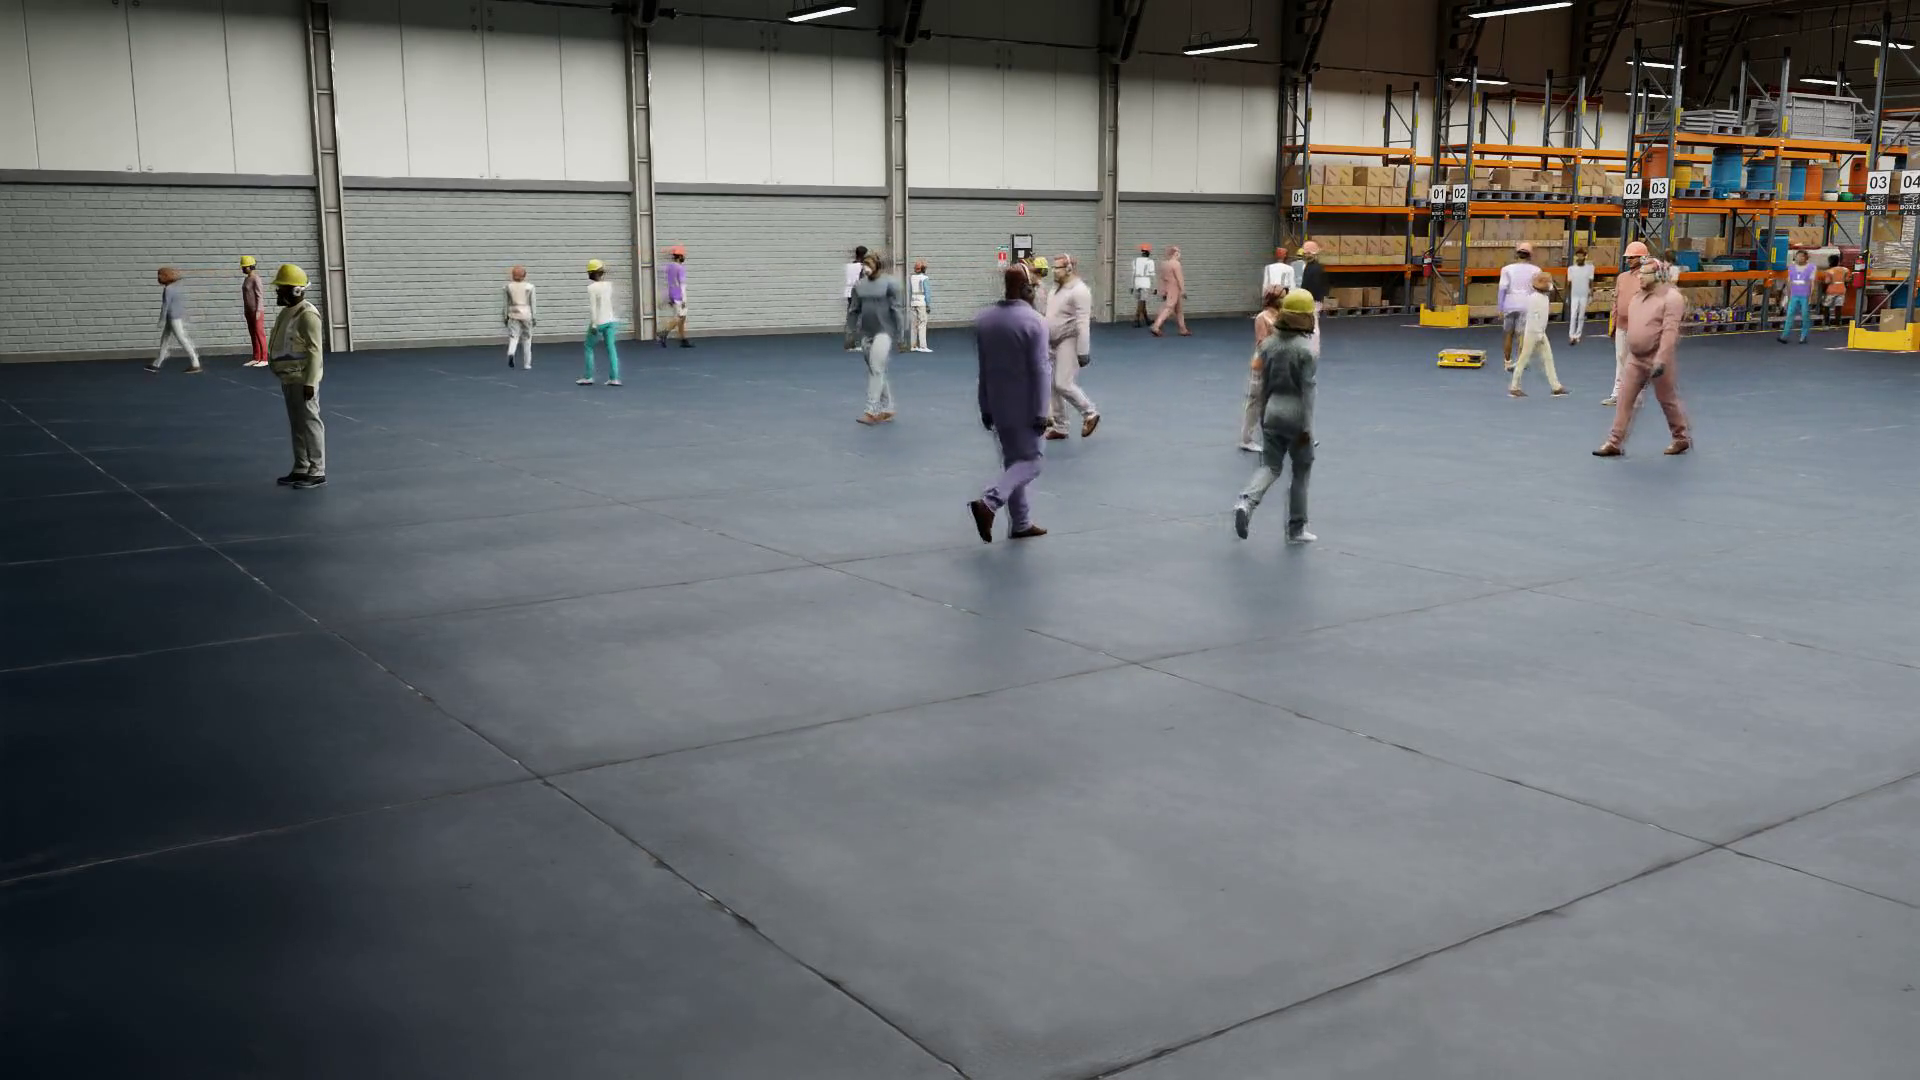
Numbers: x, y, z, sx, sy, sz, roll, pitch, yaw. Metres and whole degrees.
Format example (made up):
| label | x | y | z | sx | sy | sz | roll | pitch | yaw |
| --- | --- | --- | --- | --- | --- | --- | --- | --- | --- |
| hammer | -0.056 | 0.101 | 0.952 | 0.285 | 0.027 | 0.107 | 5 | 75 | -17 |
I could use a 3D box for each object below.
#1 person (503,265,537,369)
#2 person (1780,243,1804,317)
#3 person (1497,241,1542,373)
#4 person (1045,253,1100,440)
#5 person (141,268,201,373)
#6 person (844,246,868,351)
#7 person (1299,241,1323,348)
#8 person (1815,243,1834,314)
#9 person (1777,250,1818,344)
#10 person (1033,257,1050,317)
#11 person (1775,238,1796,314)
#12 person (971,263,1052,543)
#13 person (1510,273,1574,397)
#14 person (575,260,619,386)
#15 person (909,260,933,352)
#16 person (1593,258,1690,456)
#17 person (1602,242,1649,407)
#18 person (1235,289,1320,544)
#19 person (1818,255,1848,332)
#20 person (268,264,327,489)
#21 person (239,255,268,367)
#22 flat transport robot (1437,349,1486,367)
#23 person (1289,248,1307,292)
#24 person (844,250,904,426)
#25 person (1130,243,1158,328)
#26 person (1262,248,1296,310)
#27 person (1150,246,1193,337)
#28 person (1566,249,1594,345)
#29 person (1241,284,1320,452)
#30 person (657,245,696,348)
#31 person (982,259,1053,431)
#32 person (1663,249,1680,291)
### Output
| label | x | y | z | sx | sy | sz | roll | pitch | yaw |
| --- | --- | --- | --- | --- | --- | --- | --- | --- | --- |
| person | -6.806 | -3.427 | 25.706 | 0.522 | 1.623 | 0.526 | -1 | 10 | -3 |
| person | 21.068 | -6.542 | 41.976 | 0.726 | 1.908 | 0.603 | -8 | 13 | -38 |
| person | 8.400 | -3.484 | 25.011 | 0.614 | 1.997 | 0.831 | 3 | 11 | 16 |
| person | 1.075 | -1.947 | 16.837 | 0.500 | 1.892 | 0.659 | -5 | 11 | -25 |
| person | -11.963 | -3.312 | 25.148 | 0.852 | 1.580 | 0.512 | -4 | 11 | -19 |
| person | -1.779 | -4.340 | 29.967 | 0.684 | 1.889 | 0.592 | -9 | 13 | -39 |
| person | 5.834 | -4.030 | 28.015 | 0.550 | 1.975 | 0.652 | -1 | 10 | -4 |
| person | 22.225 | -6.675 | 42.729 | 0.548 | 1.911 | 0.835 | 2 | 11 | 13 |
| person | 16.131 | -4.664 | 31.979 | 0.955 | 1.793 | 0.591 | -9 | 14 | -40 |
| person | 1.147 | -3.199 | 24.049 | 0.310 | 1.768 | 0.533 | -3 | 11 | -16 |
| person | 21.944 | -6.999 | 44.188 | 0.502 | 2.019 | 0.644 | -9 | 13 | -39 |
| person | 0.340 | -0.902 | 11.144 | 0.736 | 1.887 | 0.650 | -9 | 13 | -39 |
| person | 7.449 | -2.599 | 21.236 | 0.826 | 1.597 | 0.520 | 9 | 14 | 41 |
| person | -5.046 | -3.000 | 23.053 | 0.736 | 1.738 | 0.529 | 6 | 12 | 28 |
| person | -0.712 | -4.173 | 29.738 | 0.311 | 1.638 | 0.523 | -8 | 13 | -39 |
| person | 6.494 | -1.709 | 15.629 | 0.985 | 1.867 | 0.636 | -5 | 11 | -26 |
| person | 8.149 | -2.607 | 20.176 | 0.376 | 1.995 | 0.612 | -6 | 12 | -29 |
| person | 2.139 | -0.803 | 11.036 | 0.624 | 1.719 | 0.489 | -10 | 14 | -43 |
| person | 18.934 | -5.327 | 36.003 | 0.557 | 1.677 | 0.322 | -1 | 10 | -6 |
| person | -5.445 | -1.339 | 13.658 | 0.403 | 1.837 | 0.588 | -9 | 14 | -41 |
| person | -11.234 | -3.628 | 26.408 | 0.523 | 1.766 | 0.315 | 10 | 14 | 43 |
| flat transport robot | 8.038 | -2.920 | 26.617 | 0.652 | 0.197 | 1.431 | 4 | 11 | 20 |
| person | 7.711 | -5.619 | 37.230 | 0.852 | 1.797 | 0.600 | -9 | 14 | -42 |
| person | -1.011 | -2.203 | 18.195 | 0.665 | 1.903 | 0.903 | 8 | 13 | 36 |
| person | 4.240 | -5.765 | 37.745 | 0.574 | 1.890 | 0.950 | 10 | 14 | 44 |
| person | 5.822 | -4.330 | 30.021 | 0.594 | 1.845 | 0.892 | 9 | 13 | 39 |
| person | 4.378 | -5.132 | 34.391 | 0.973 | 1.864 | 0.641 | -2 | 10 | -10 |
| person | 11.852 | -4.639 | 31.820 | 0.503 | 1.821 | 0.966 | 3 | 11 | 18 |
| person | 3.013 | -1.606 | 15.736 | 0.543 | 1.595 | 0.834 | -10 | 14 | -44 |
| person | -5.251 | -4.471 | 30.630 | 0.748 | 1.918 | 0.550 | -8 | 13 | -36 |
| person | 0.661 | -2.027 | 17.470 | 0.919 | 1.824 | 0.555 | -4 | 11 | -19 |
| person | 13.223 | -4.544 | 31.261 | 0.533 | 1.833 | 0.523 | -5 | 11 | -25 |
